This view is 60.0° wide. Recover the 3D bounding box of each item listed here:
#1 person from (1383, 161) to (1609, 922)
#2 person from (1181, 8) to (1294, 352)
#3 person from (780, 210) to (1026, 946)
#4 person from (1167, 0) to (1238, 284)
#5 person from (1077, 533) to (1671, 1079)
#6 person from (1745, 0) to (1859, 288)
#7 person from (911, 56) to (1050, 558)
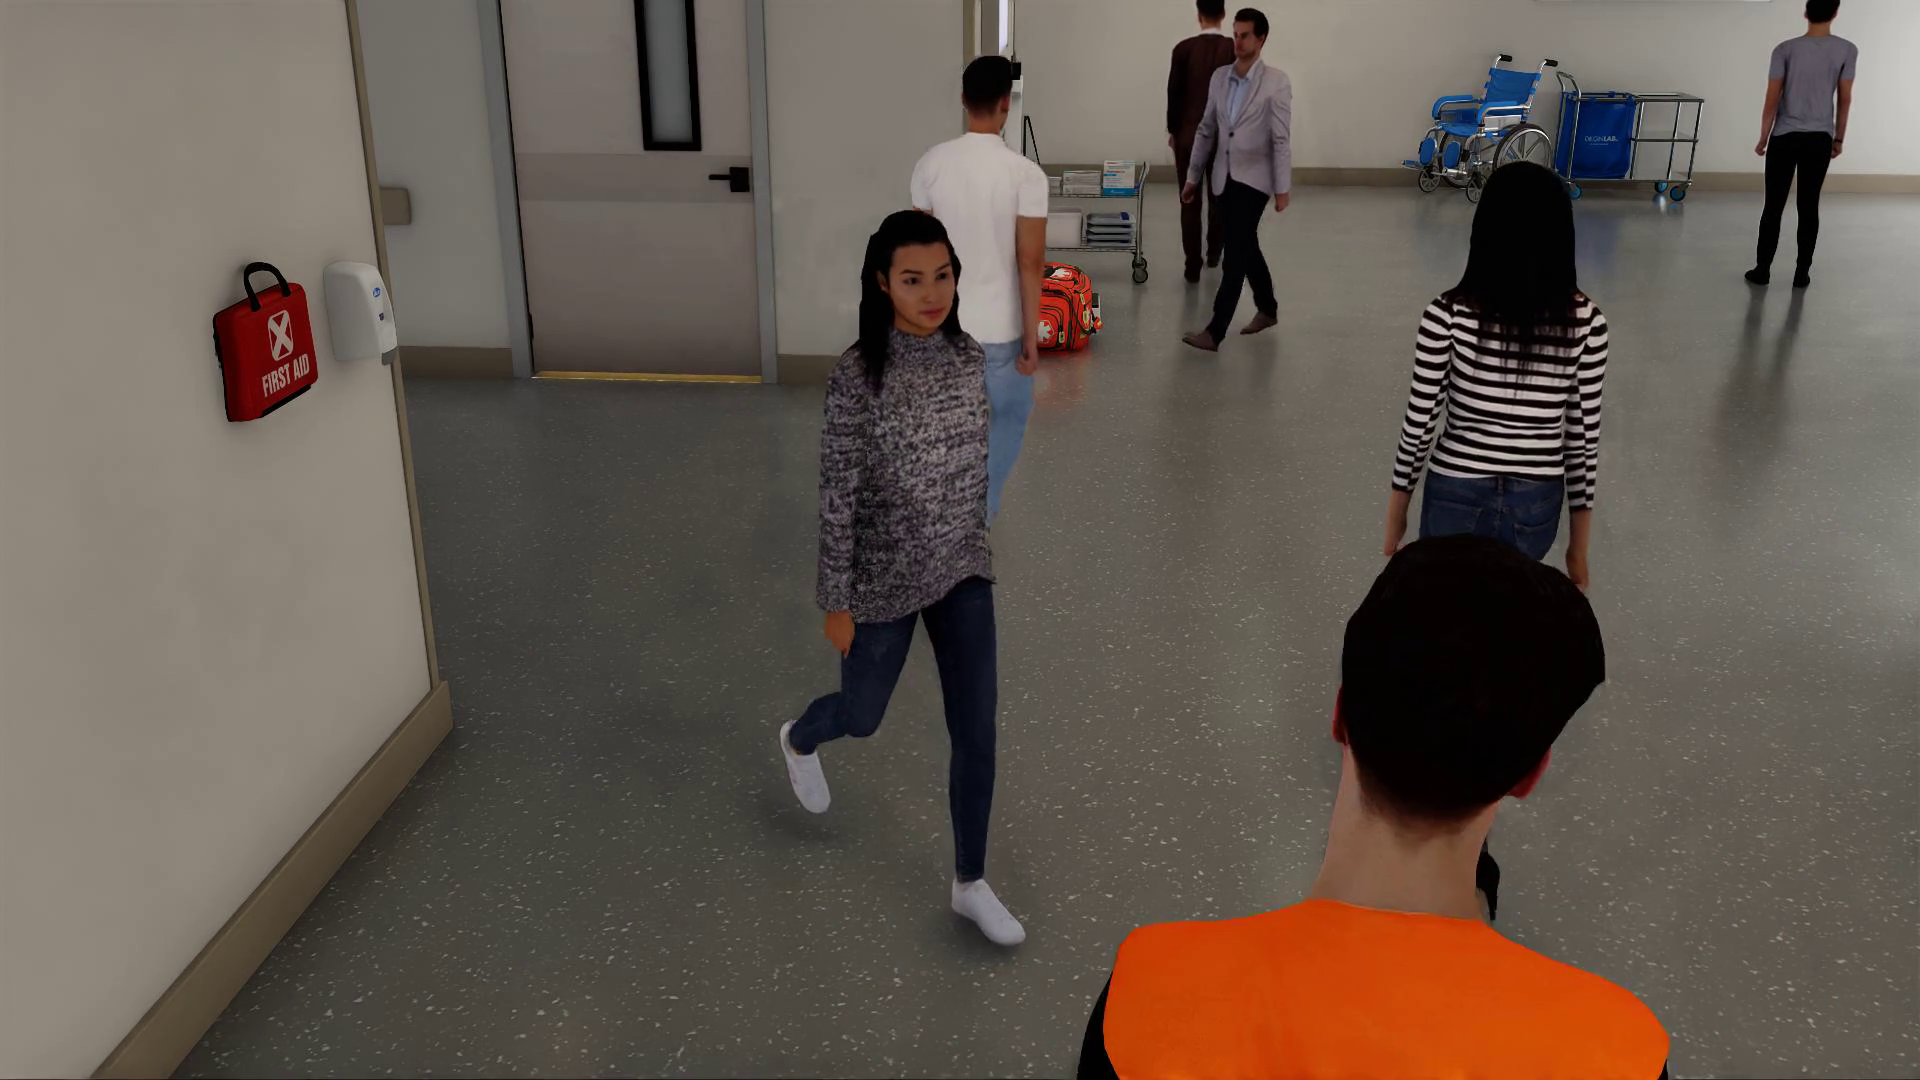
[{"bbox_3d":[1.257,0.053,3.939,0.610,1.747,1.128,2,21,4],"label":"person"},{"bbox_3d":[1.622,-1.966,9.217,1.240,1.801,1.183,-16,26,-37],"label":"person"},{"bbox_3d":[-0.166,0.079,3.955,1.068,1.705,1.178,-14,25,-32],"label":"person"},{"bbox_3d":[1.586,-2.583,10.796,0.670,1.836,0.962,2,21,5],"label":"person"},{"bbox_3d":[0.309,0.986,1.392,0.695,1.824,1.231,0,21,1],"label":"person"},{"bbox_3d":[5.451,-2.590,10.780,0.712,1.862,0.628,7,22,17],"label":"person"},{"bbox_3d":[0.012,-0.764,5.997,0.789,1.834,0.905,7,22,18],"label":"person"}]
